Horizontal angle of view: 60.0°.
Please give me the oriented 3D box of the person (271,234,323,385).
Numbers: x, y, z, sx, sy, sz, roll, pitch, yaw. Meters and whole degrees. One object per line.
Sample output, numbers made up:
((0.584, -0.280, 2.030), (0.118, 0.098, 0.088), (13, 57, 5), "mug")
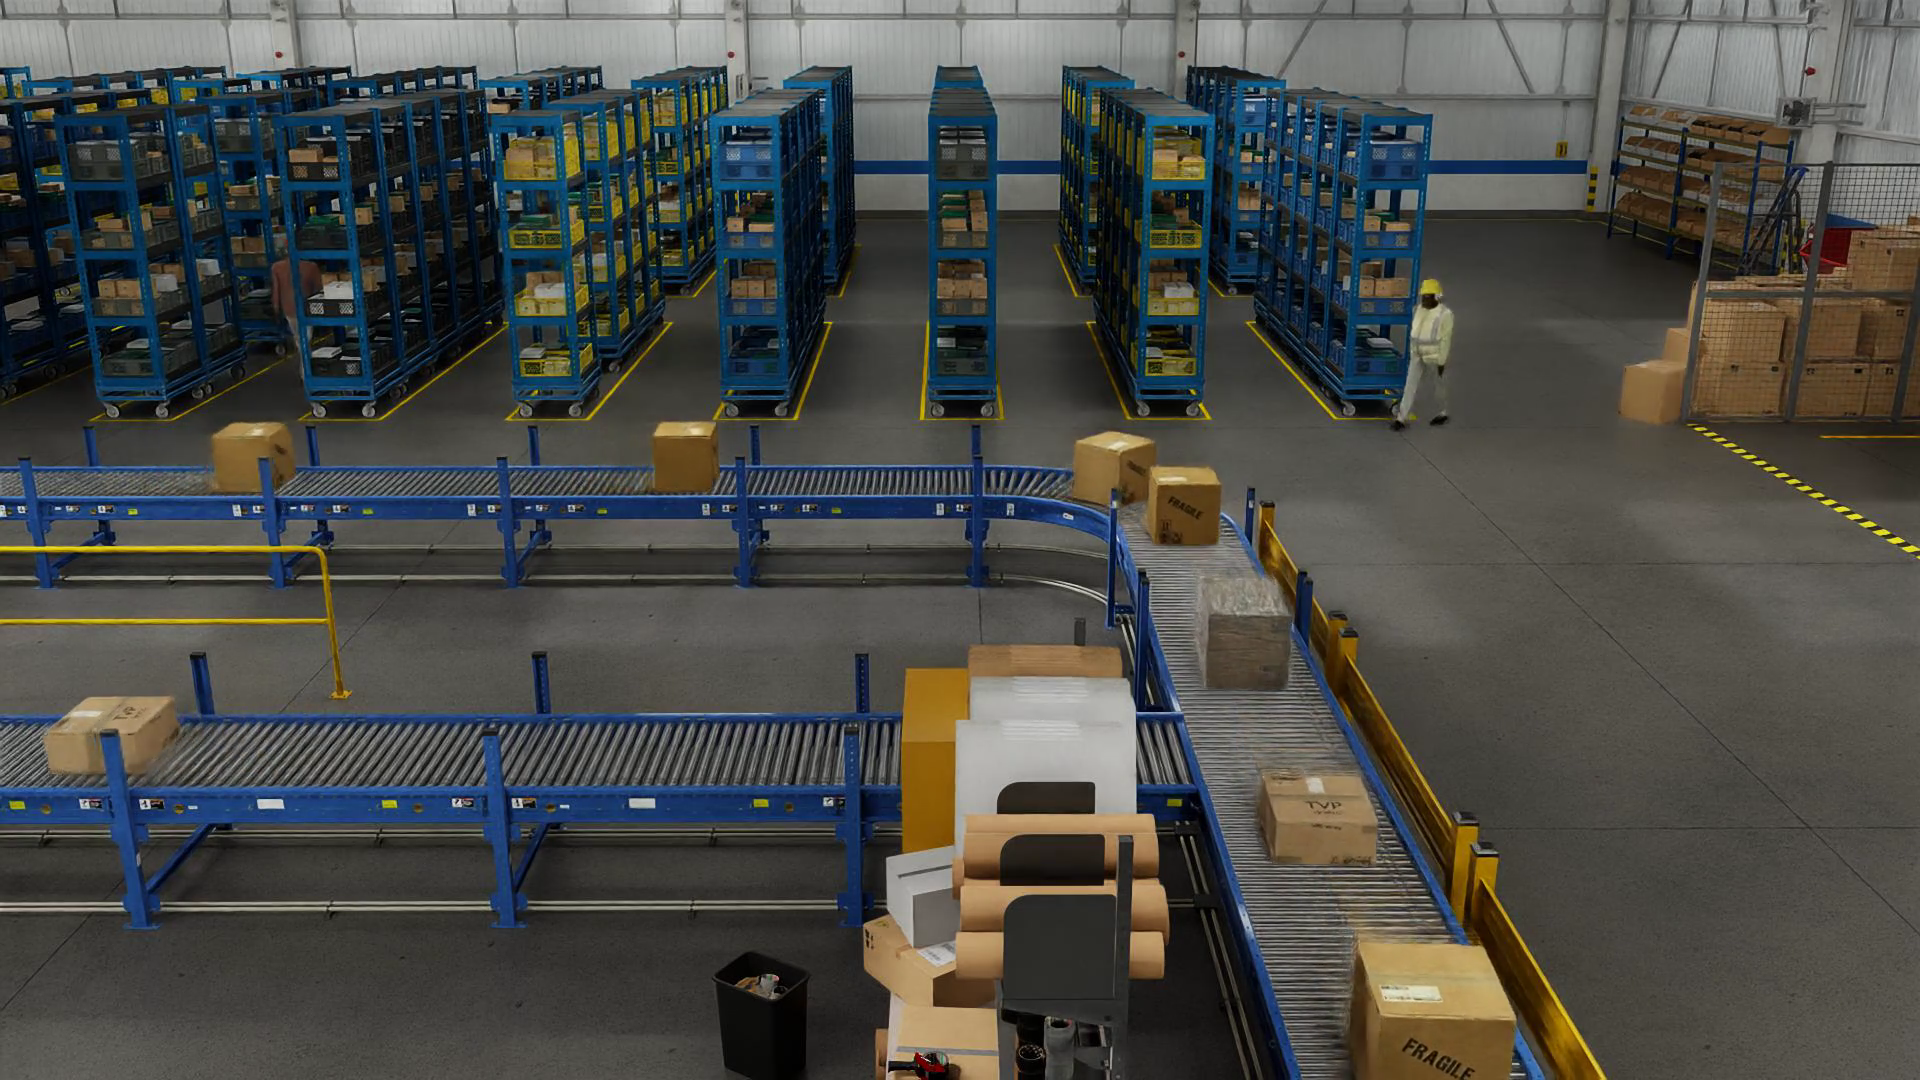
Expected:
((-8.664, -3.061, 21.927), (0.655, 1.933, 1.040), (-2, 18, -7), "person")

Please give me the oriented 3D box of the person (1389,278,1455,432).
((5.467, -2.164, 19.421), (0.915, 1.788, 0.607), (-13, 22, -35), "person")

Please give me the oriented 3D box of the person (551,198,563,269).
((-6.442, -4.588, 26.814), (0.469, 1.832, 0.566), (2, 18, 6), "person")
